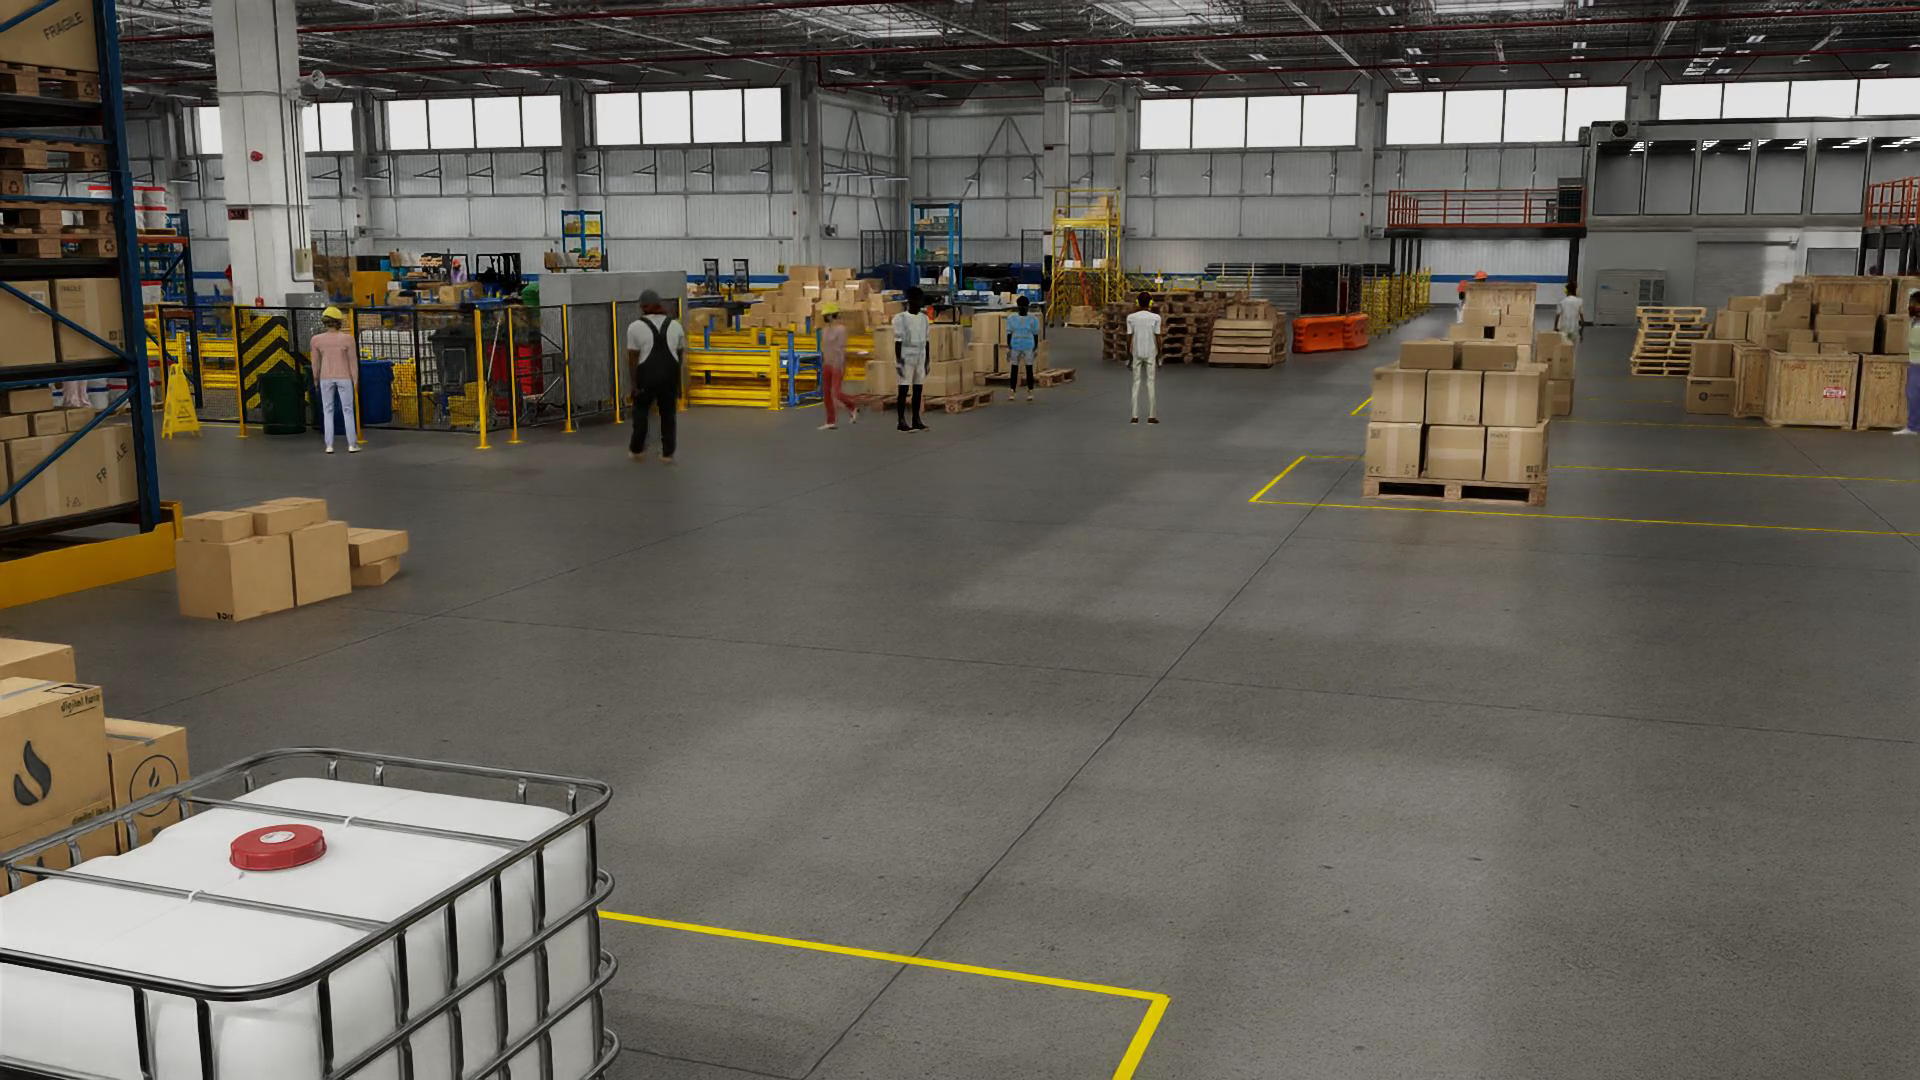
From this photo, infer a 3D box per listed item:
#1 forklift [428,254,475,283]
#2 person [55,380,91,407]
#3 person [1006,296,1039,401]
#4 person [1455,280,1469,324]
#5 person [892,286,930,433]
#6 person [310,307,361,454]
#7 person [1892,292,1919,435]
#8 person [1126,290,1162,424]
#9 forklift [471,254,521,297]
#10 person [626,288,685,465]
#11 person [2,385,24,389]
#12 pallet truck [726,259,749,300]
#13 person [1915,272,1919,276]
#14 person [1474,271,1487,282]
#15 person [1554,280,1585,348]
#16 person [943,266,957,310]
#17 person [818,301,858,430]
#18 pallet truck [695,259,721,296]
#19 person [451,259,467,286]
[{"bbox_3d":[-20.133,-10.254,65.465,1.157,1.987,2.680,3,11,19],"label":"forklift"},{"bbox_3d":[-10.685,-2.028,19.983,0.375,1.997,0.611,-1,10,-3],"label":"person"},{"bbox_3d":[1.007,-3.079,26.774,0.536,1.691,0.320,1,10,8],"label":"person"},{"bbox_3d":[8.589,-3.420,28.036,0.666,1.920,0.572,-1,10,-4],"label":"person"},{"bbox_3d":[-0.633,-2.408,22.251,0.599,1.958,0.374,-9,13,-40],"label":"person"},{"bbox_3d":[-7.512,-1.917,20.015,0.526,1.765,0.329,-2,10,-11],"label":"person"},{"bbox_3d":[12.605,-2.291,21.740,0.524,1.899,0.600,3,11,16],"label":"person"},{"bbox_3d":[2.575,-2.550,23.264,0.516,1.877,0.327,3,10,14],"label":"person"},{"bbox_3d":[-17.990,-10.121,64.684,1.157,1.987,2.680,3,11,17],"label":"forklift"},{"bbox_3d":[-3.533,-1.892,19.091,0.699,2.000,0.910,-6,12,-29],"label":"person"},{"bbox_3d":[-12.503,-2.164,21.860,0.791,1.604,0.511,6,12,30],"label":"person"},{"bbox_3d":[-7.986,-9.493,62.019,0.823,1.965,1.885,3,11,17],"label":"pallet truck"},{"bbox_3d":[23.575,-5.673,40.982,1.004,1.822,0.581,9,13,41],"label":"person"},{"bbox_3d":[11.614,-5.036,37.132,0.391,1.929,0.539,4,11,20],"label":"person"},{"bbox_3d":[11.303,-3.889,30.855,0.552,1.857,0.611,2,10,11],"label":"person"},{"bbox_3d":[-0.365,-9.847,64.280,0.401,1.904,0.651,-9,13,-41],"label":"person"},{"bbox_3d":[-1.678,-2.368,22.594,0.475,1.747,0.536,-9,13,-41],"label":"person"},{"bbox_3d":[-9.165,-9.627,62.776,0.823,1.965,1.885,4,11,23],"label":"pallet truck"},{"bbox_3d":[-16.553,-8.230,54.823,0.603,2.035,0.408,1,10,7],"label":"person"}]
